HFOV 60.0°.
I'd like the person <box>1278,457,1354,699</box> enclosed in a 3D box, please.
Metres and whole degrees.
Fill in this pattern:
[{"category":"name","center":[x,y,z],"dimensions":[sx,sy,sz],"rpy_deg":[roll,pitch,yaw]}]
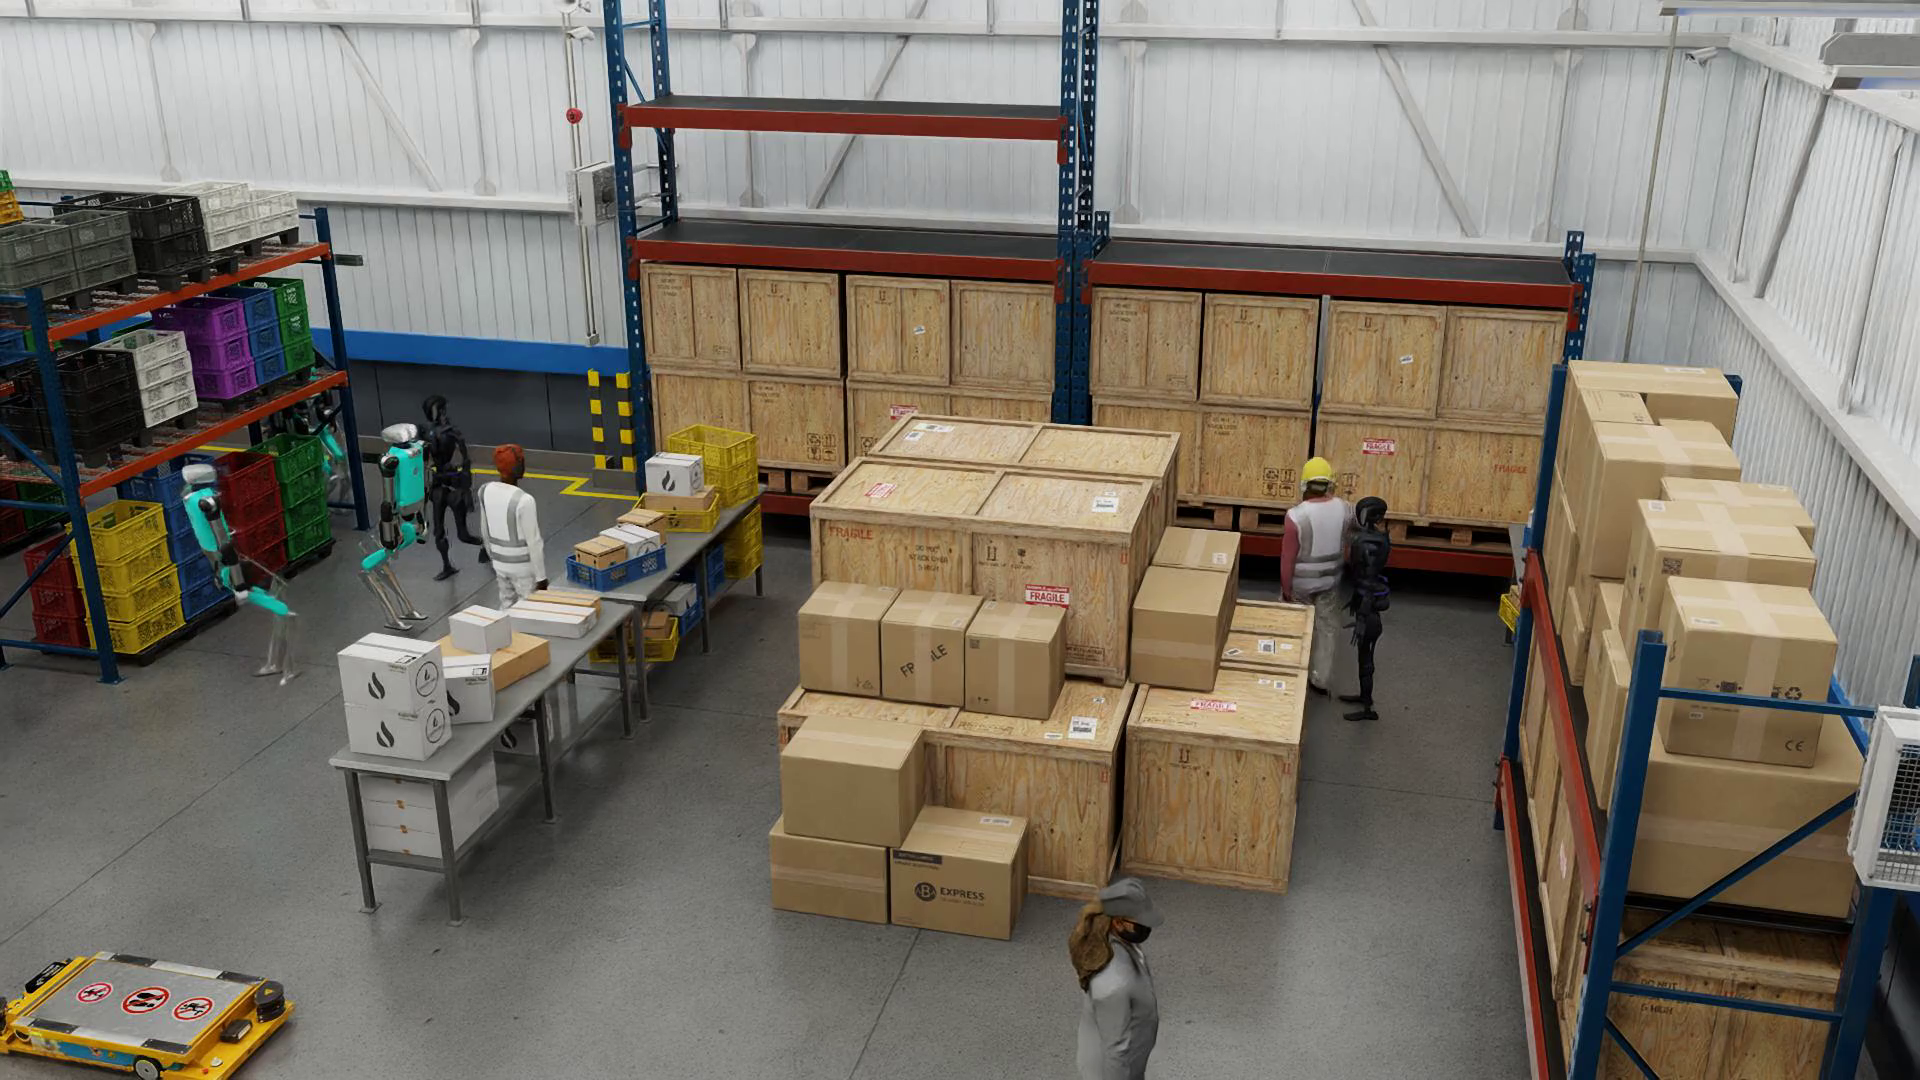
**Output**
[{"category":"person","center":[2.542,0.235,12.312],"dimensions":[0.579,1.787,0.834],"rpy_deg":[-6,22,-16]}]

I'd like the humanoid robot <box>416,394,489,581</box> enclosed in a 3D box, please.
[{"category":"humanoid robot","center":[-4.396,-0.496,14.383],"dimensions":[0.609,1.634,0.554],"rpy_deg":[9,23,22]}]

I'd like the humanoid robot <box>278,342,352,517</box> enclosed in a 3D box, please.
[{"category":"humanoid robot","center":[-5.960,-1.012,15.593],"dimensions":[0.687,1.773,0.538],"rpy_deg":[12,24,29]}]

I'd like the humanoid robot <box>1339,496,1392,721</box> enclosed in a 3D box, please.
[{"category":"humanoid robot","center":[2.877,0.477,11.807],"dimensions":[0.315,1.655,0.599],"rpy_deg":[3,21,9]}]

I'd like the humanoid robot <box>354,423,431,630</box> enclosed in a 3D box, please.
[{"category":"humanoid robot","center":[-4.536,-0.121,13.168],"dimensions":[0.733,1.691,0.531],"rpy_deg":[7,22,18]}]

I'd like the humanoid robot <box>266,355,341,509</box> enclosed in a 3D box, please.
[{"category":"humanoid robot","center":[-6.255,-1.149,15.921],"dimensions":[0.682,1.747,0.538],"rpy_deg":[1,21,4]}]

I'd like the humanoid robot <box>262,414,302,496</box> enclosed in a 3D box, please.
[{"category":"humanoid robot","center":[-6.627,-1.175,16.127],"dimensions":[0.315,1.657,0.599],"rpy_deg":[-8,22,-20]}]

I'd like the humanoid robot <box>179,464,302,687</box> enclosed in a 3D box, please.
[{"category":"humanoid robot","center":[-5.270,0.235,12.390],"dimensions":[0.806,1.779,0.538],"rpy_deg":[-18,27,-39]}]

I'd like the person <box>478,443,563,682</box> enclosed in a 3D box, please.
[{"category":"person","center":[-3.260,0.200,12.258],"dimensions":[0.582,1.883,0.338],"rpy_deg":[14,25,33]}]

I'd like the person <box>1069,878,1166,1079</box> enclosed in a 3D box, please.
[{"category":"person","center":[0.651,2.222,7.131],"dimensions":[0.395,1.767,0.571],"rpy_deg":[2,21,4]}]

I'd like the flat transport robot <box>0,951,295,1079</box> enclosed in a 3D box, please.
[{"category":"flat transport robot","center":[-4.270,2.464,8.601],"dimensions":[1.431,0.231,0.659],"rpy_deg":[5,22,13]}]
